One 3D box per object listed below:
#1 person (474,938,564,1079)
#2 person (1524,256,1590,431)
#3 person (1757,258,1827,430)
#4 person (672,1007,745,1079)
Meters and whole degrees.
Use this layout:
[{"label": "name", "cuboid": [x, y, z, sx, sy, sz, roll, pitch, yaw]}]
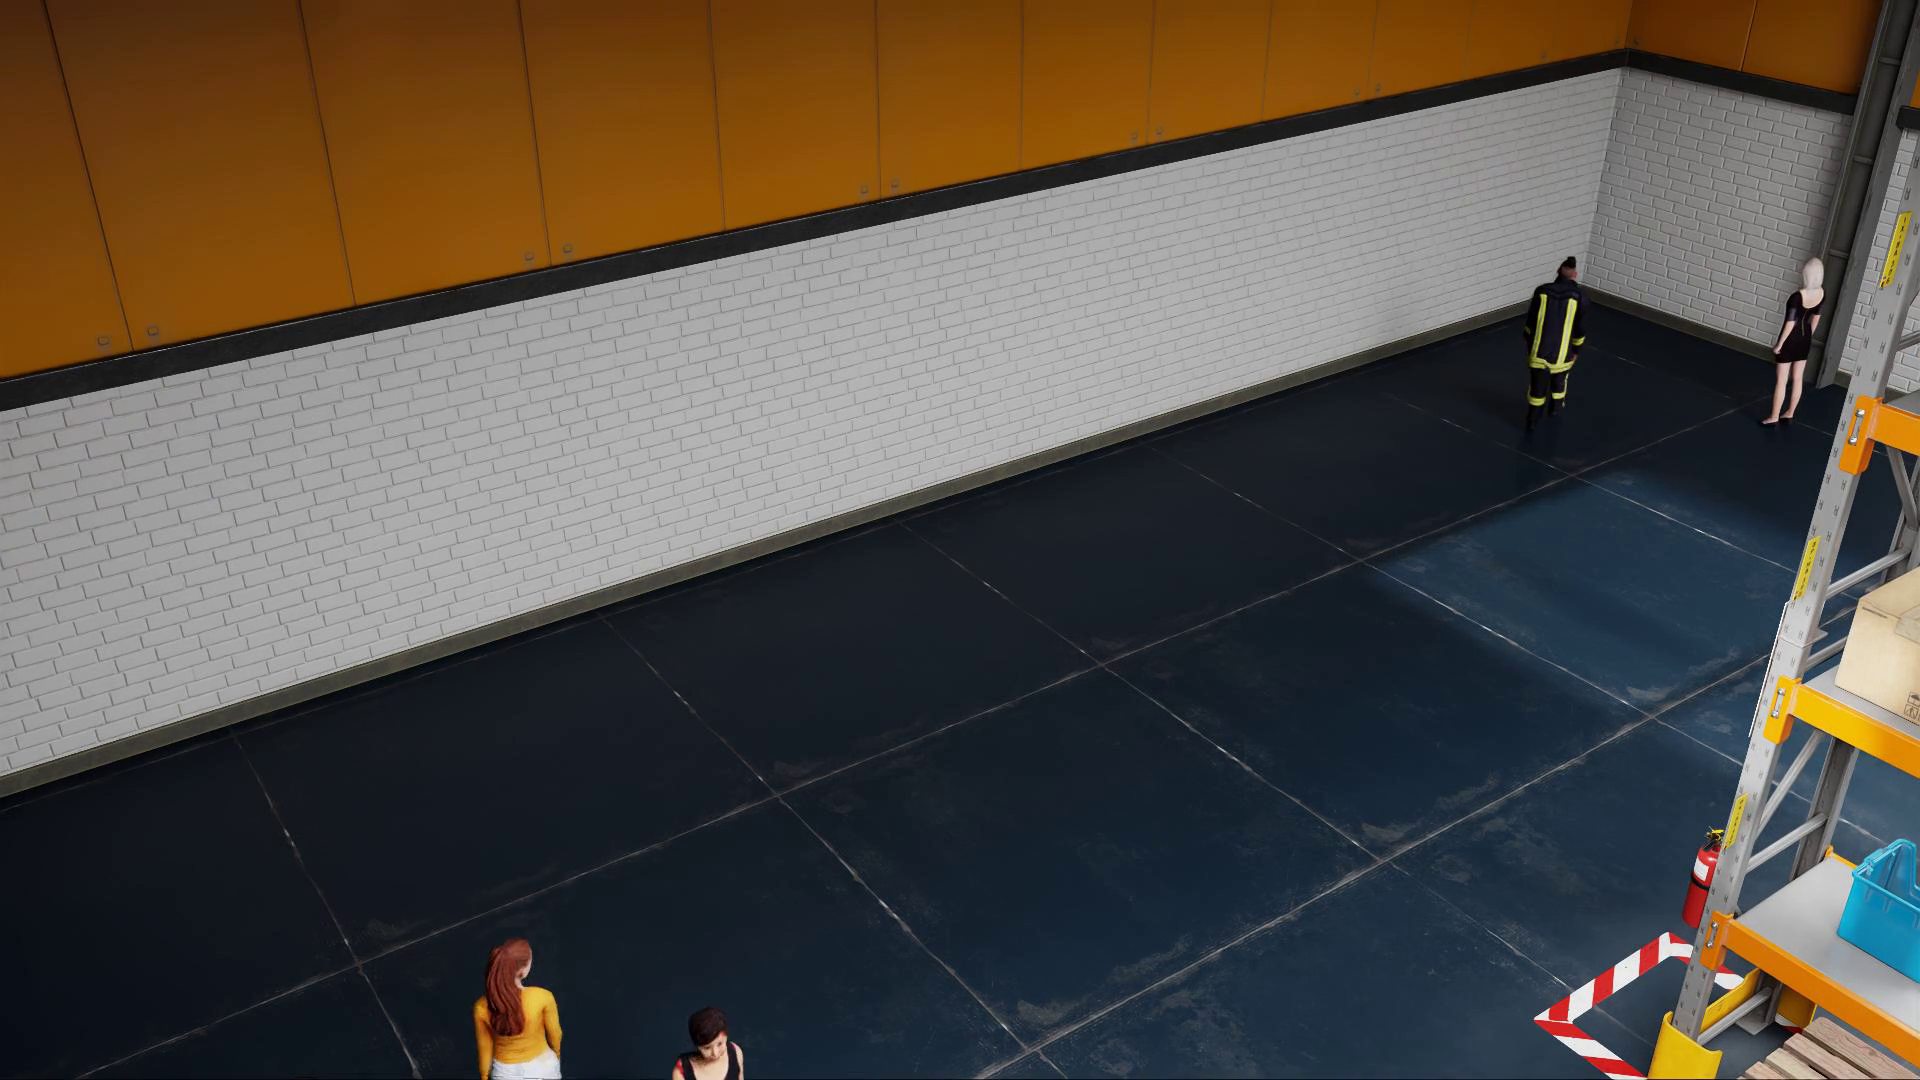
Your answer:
[{"label": "person", "cuboid": [-2.164, 2.766, 8.397, 0.717, 1.733, 0.765, -10, 30, -17]}, {"label": "person", "cuboid": [6.044, -1.989, 17.001, 1.086, 1.841, 1.107, 11, 30, 19]}, {"label": "person", "cuboid": [8.571, -2.012, 17.053, 0.632, 1.831, 0.584, -9, 30, -16]}, {"label": "person", "cuboid": [-1.269, 2.909, 8.340, 0.595, 1.536, 0.907, -15, 32, -26]}]
